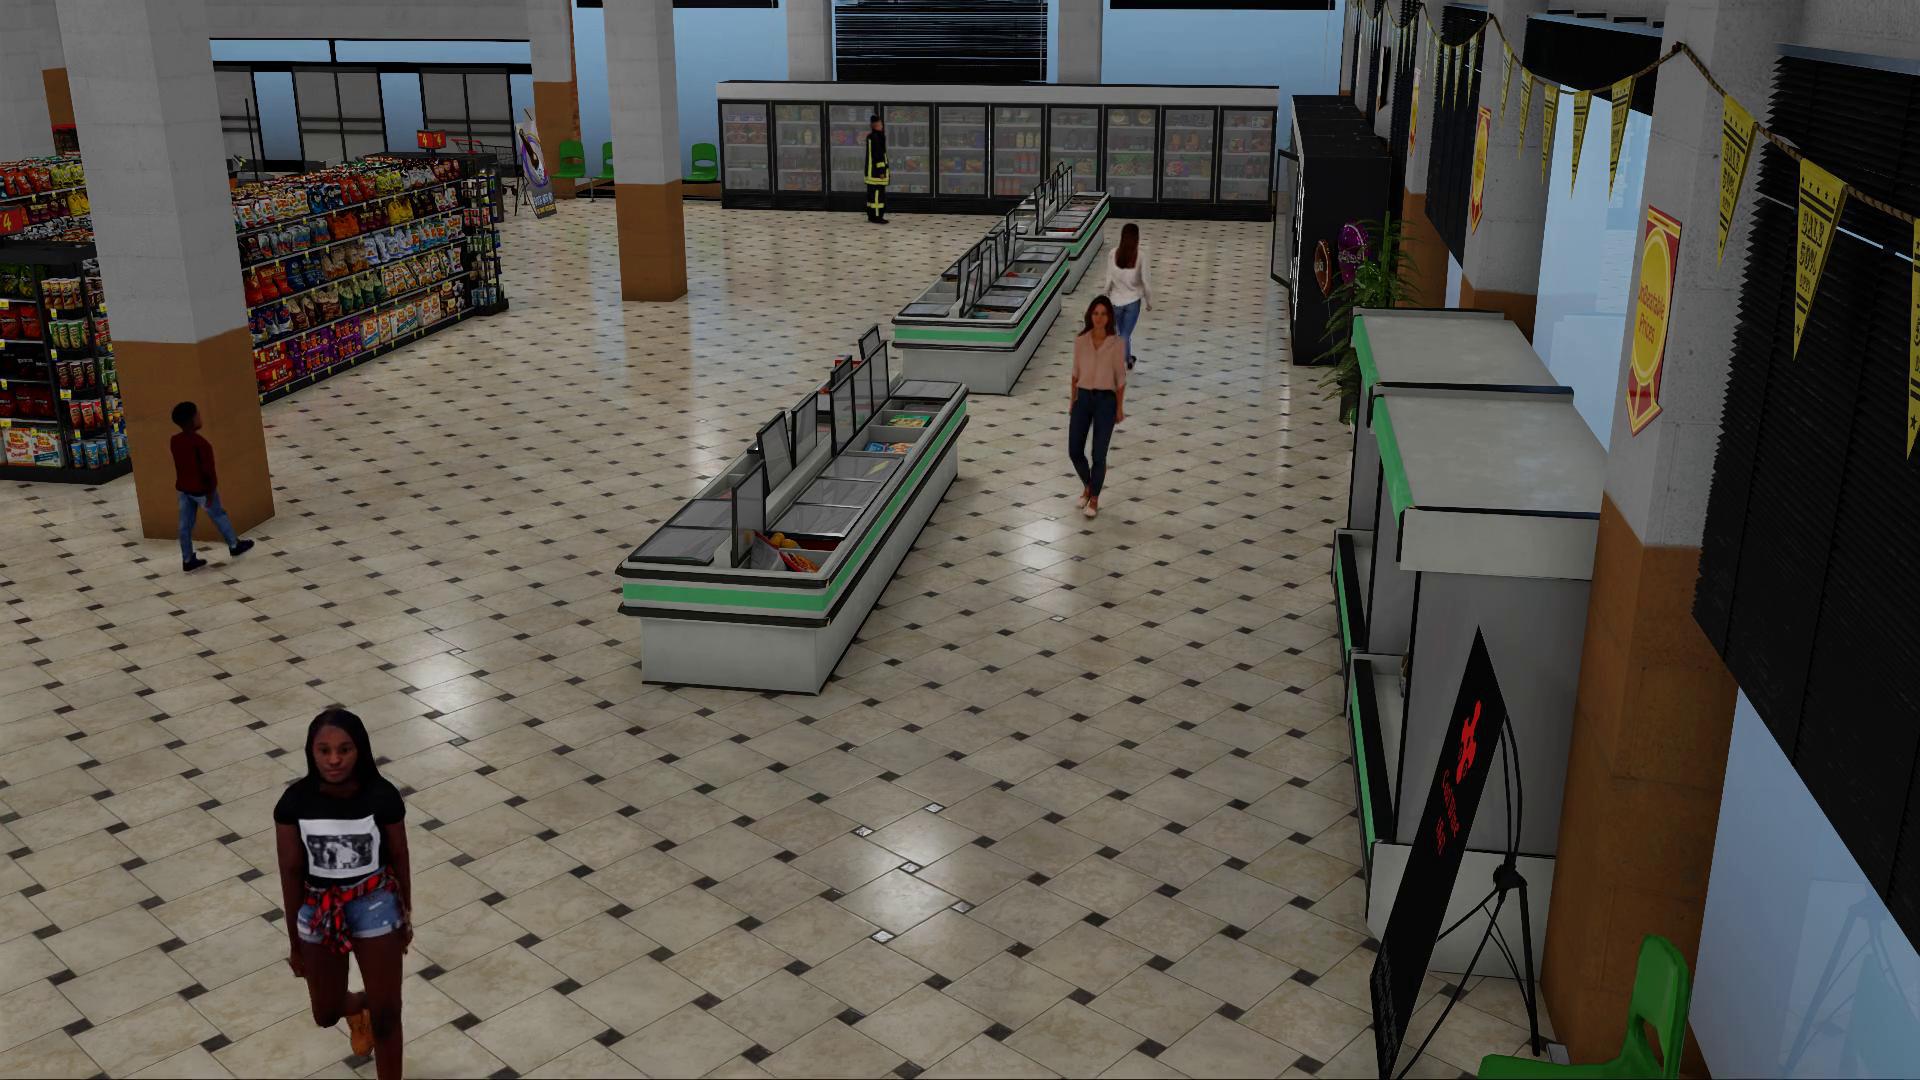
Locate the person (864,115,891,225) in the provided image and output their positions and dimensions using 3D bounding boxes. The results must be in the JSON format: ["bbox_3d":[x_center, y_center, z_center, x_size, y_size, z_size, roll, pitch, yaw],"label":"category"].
[{"bbox_3d":[-1.480,-6.555,29.368,0.935,1.862,0.813,-6,19,-16],"label":"person"}]

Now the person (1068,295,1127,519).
[{"bbox_3d":[1.104,-1.080,13.256,0.663,1.782,0.642,7,20,19],"label":"person"}]

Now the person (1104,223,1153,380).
[{"bbox_3d":[1.734,-2.479,17.596,0.861,1.660,1.094,9,21,26],"label":"person"}]

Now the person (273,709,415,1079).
[{"bbox_3d":[-2.211,1.380,6.075,0.803,1.708,1.013,-3,19,-10],"label":"person"}]

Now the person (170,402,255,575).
[{"bbox_3d":[-5.546,-0.357,11.968,0.553,1.235,0.795,5,19,15],"label":"person"}]
